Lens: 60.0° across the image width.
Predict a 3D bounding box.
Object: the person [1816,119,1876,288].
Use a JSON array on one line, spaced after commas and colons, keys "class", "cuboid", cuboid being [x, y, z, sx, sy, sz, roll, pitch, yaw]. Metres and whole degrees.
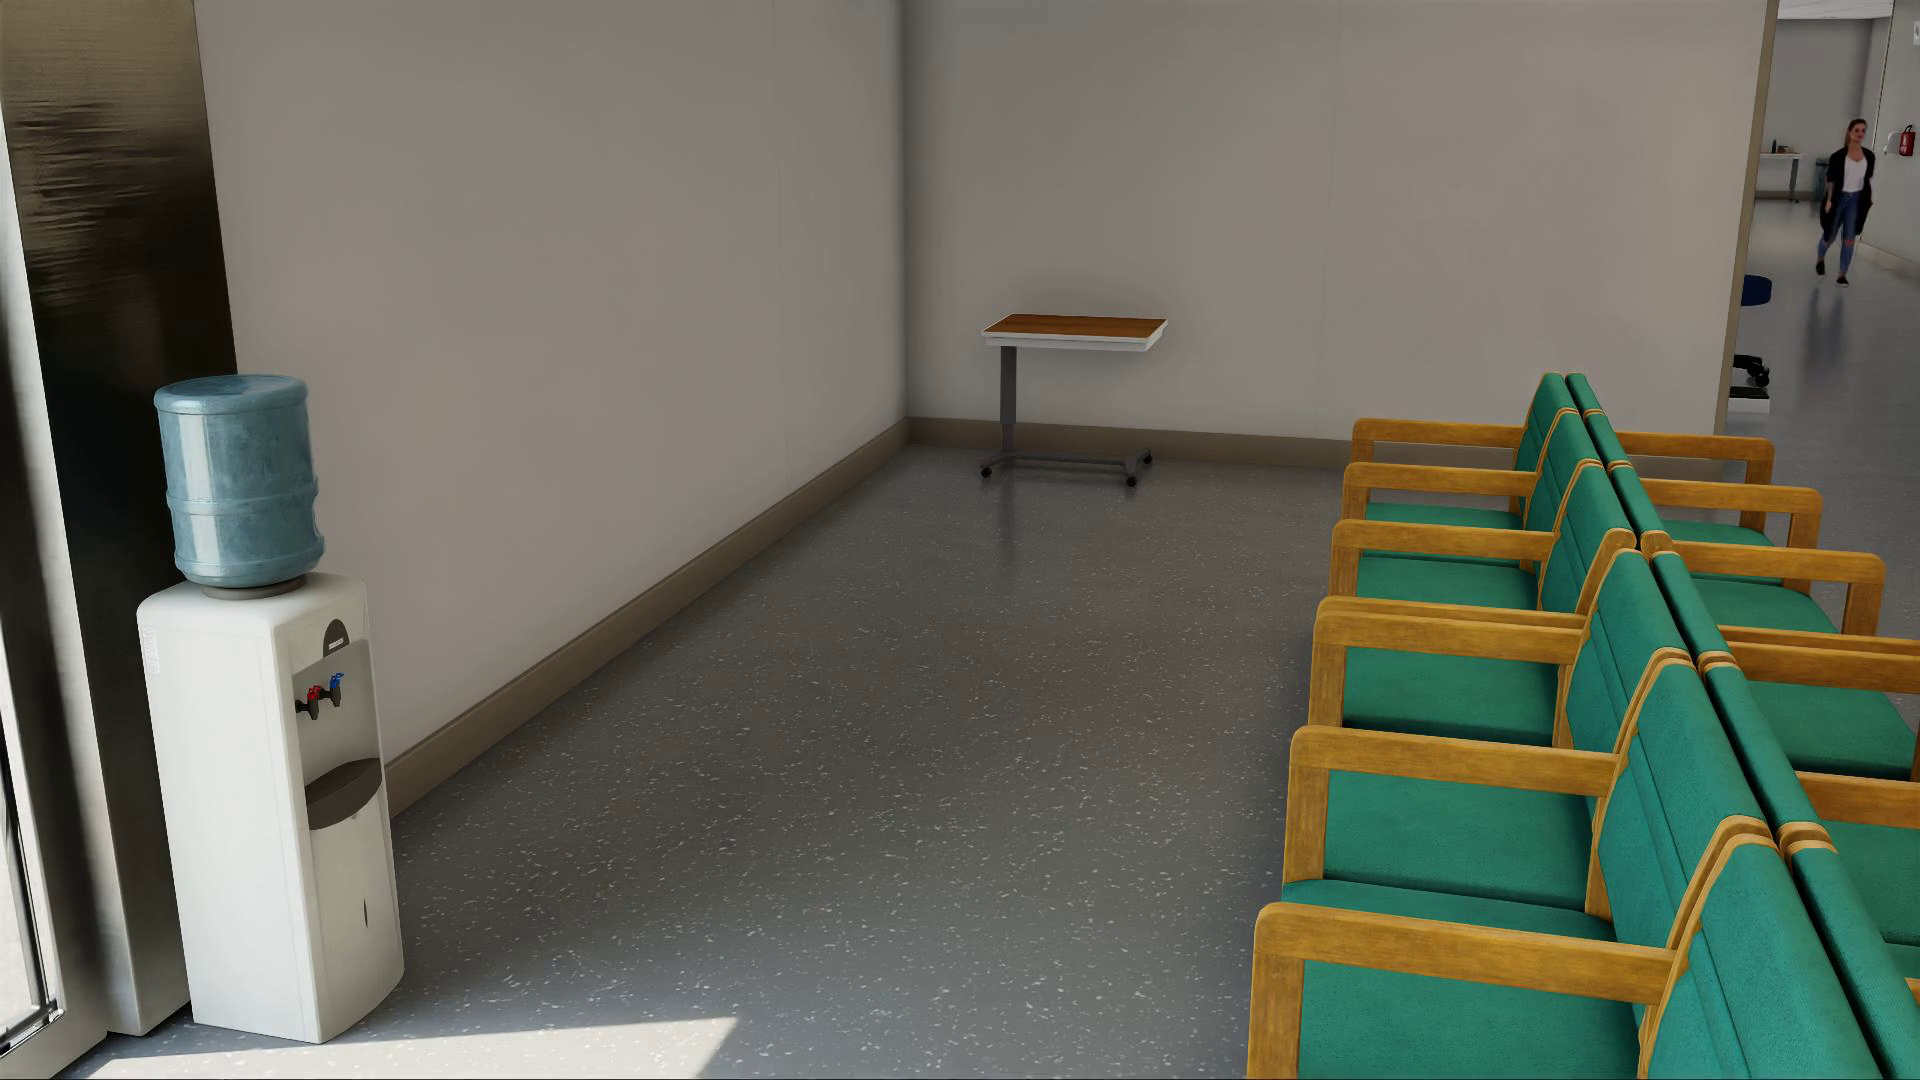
[{"class": "person", "cuboid": [9.019, -3.435, 17.015, 1.009, 1.658, 0.702, 3, 16, 11]}]
